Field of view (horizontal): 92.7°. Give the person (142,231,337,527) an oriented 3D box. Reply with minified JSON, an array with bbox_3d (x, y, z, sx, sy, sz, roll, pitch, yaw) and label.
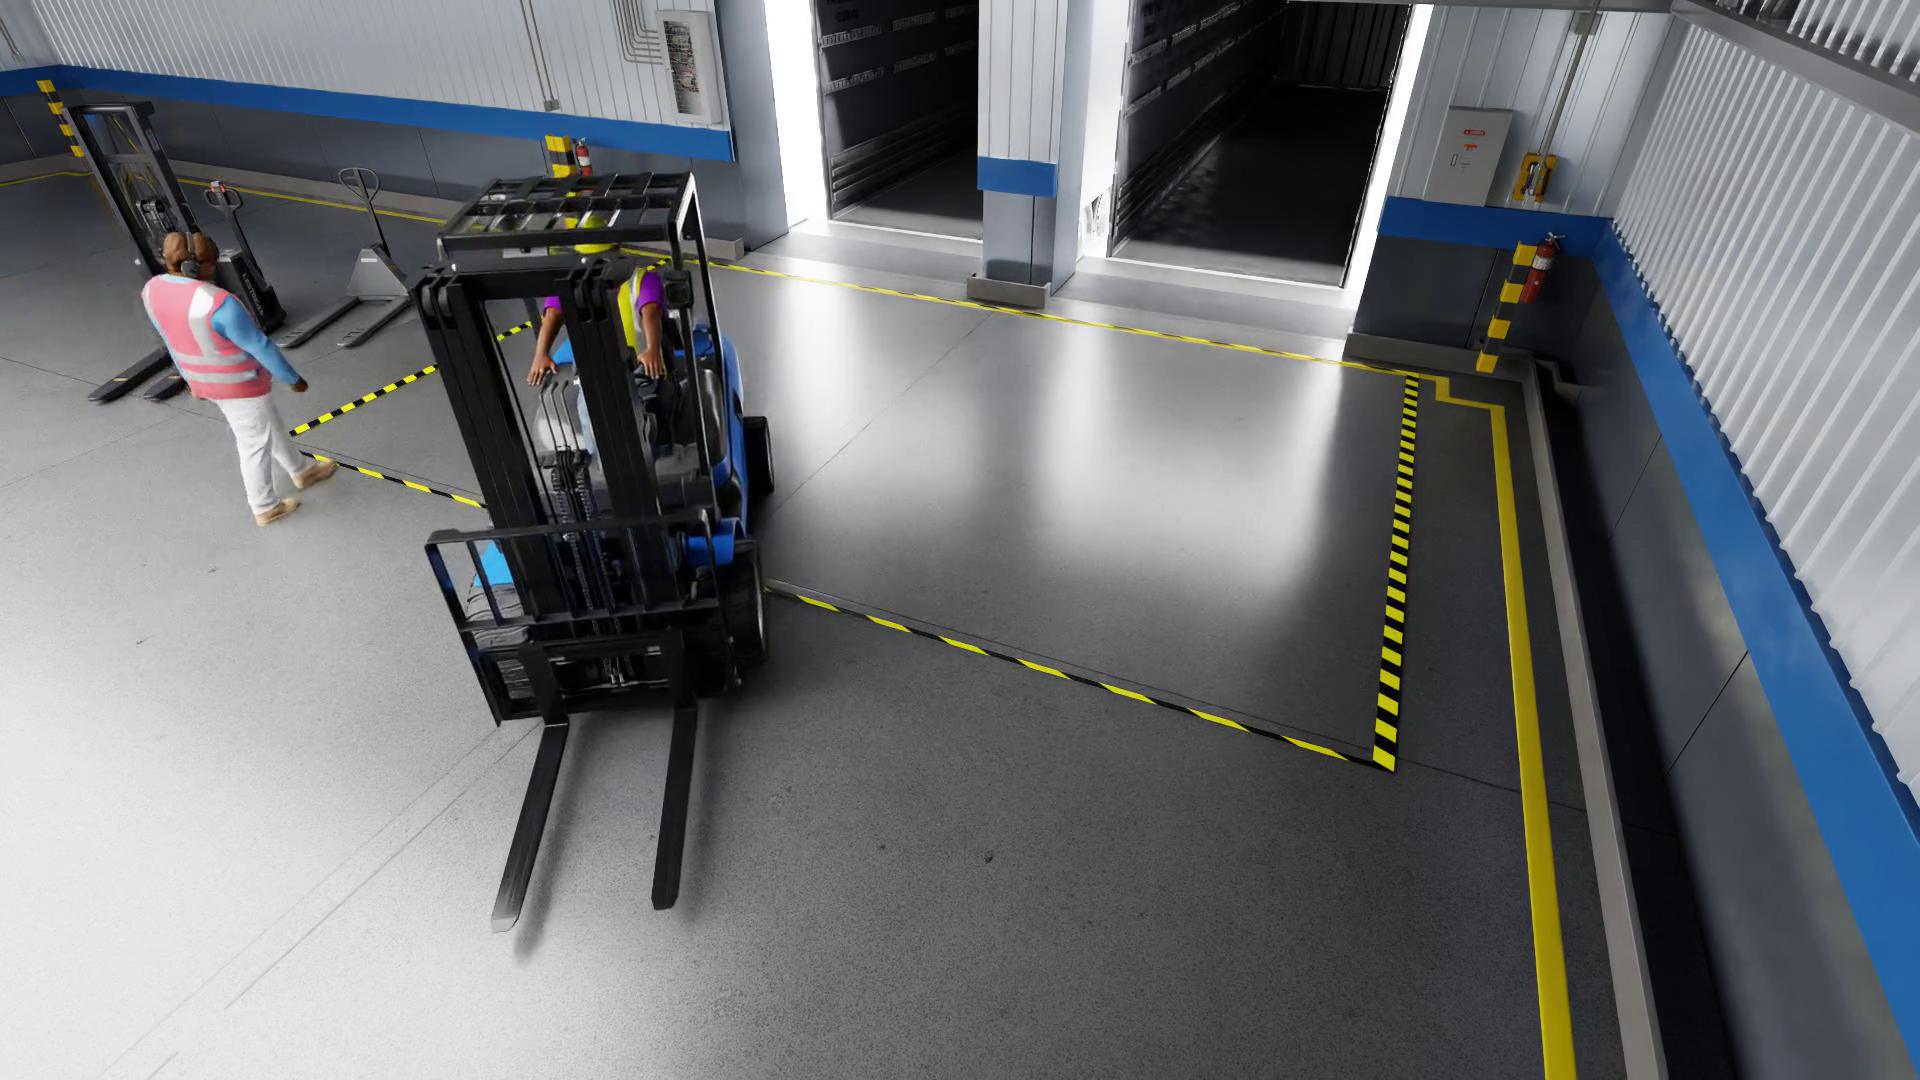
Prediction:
[{"bbox_3d":[-4.333,-0.990,5.610,0.653,1.803,0.699,13,37,18],"label":"person"}]

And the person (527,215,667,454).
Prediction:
[{"bbox_3d":[-1.796,-0.878,4.639,0.635,1.293,1.004,-5,35,-7],"label":"person"}]

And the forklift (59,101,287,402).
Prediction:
[{"bbox_3d":[-6.686,-2.387,7.434,0.823,1.965,1.885,-3,35,-5],"label":"forklift"}]

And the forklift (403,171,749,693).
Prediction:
[{"bbox_3d":[-1.798,-0.759,4.795,1.157,2.036,2.680,-5,35,-7],"label":"forklift"}]

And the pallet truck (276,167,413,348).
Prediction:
[{"bbox_3d":[-5.732,-2.611,8.414,0.680,1.201,1.601,-1,35,-1],"label":"pallet truck"}]
